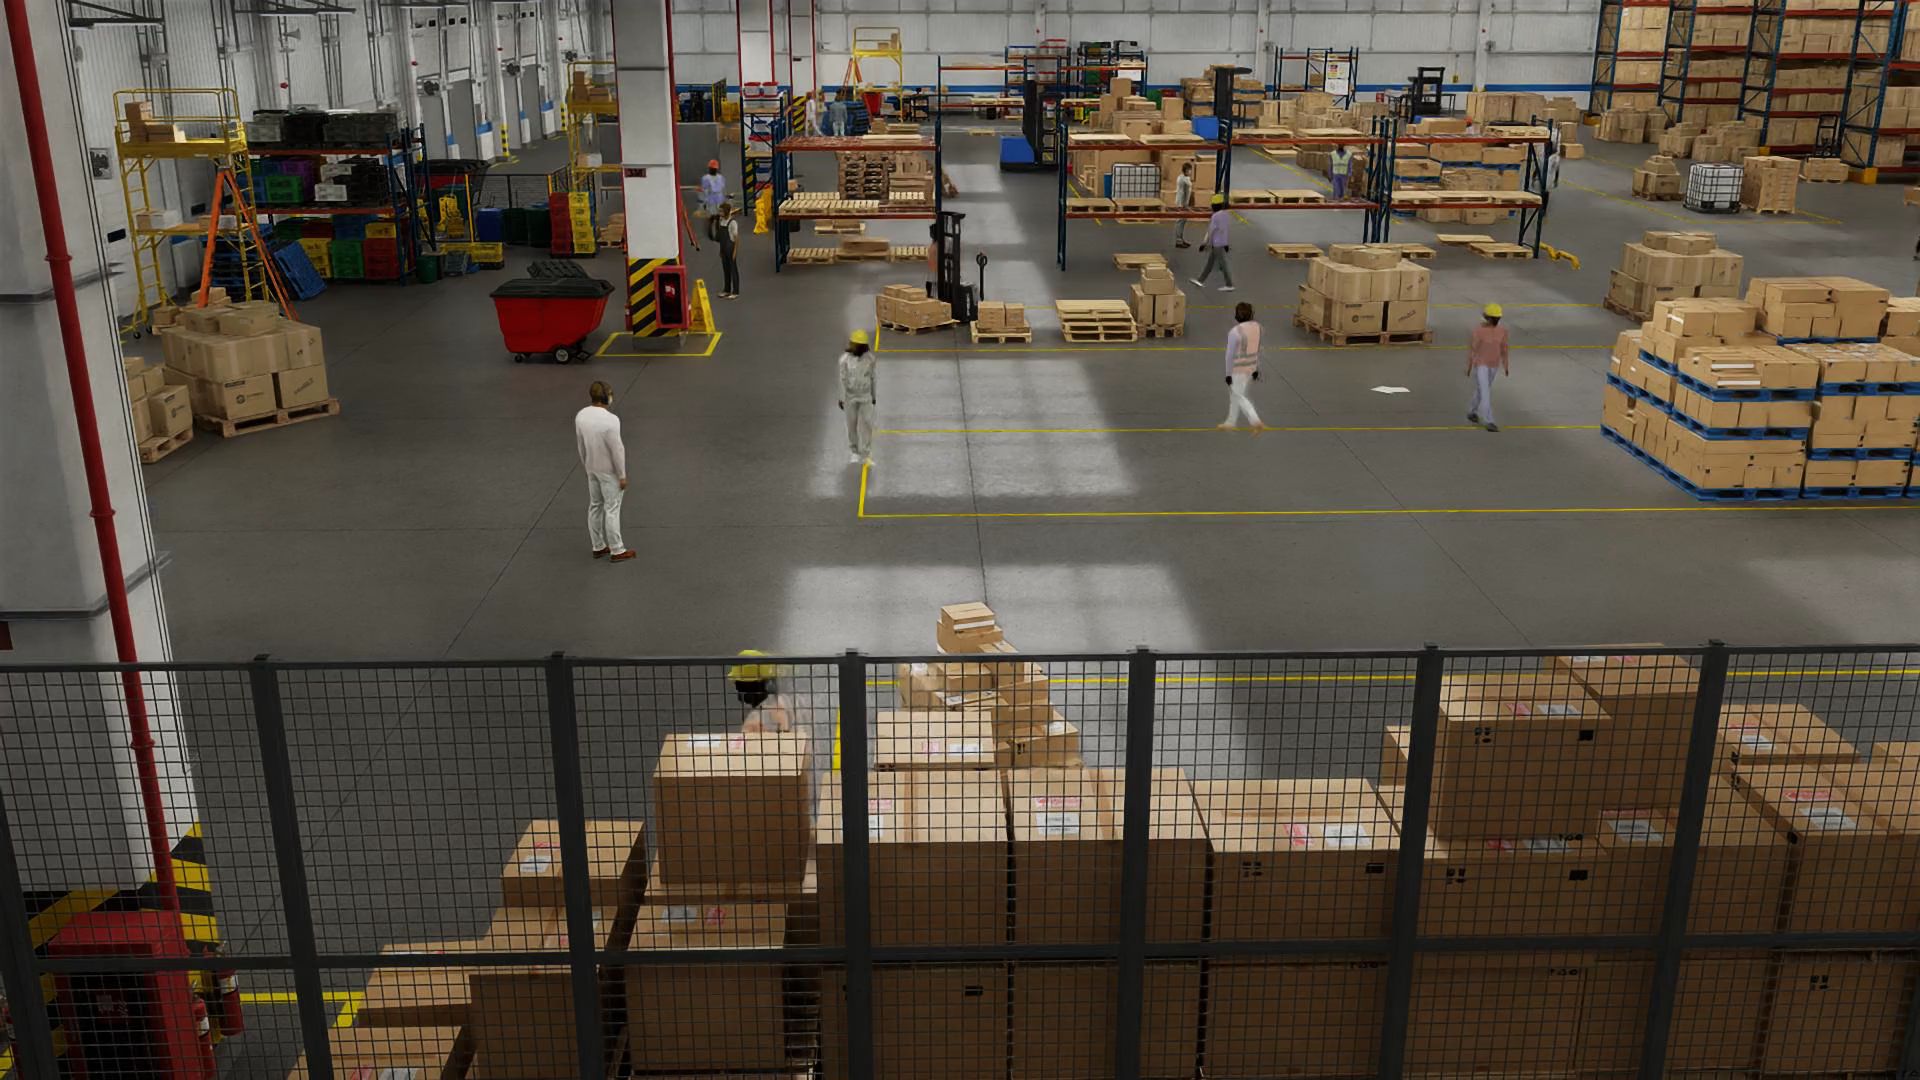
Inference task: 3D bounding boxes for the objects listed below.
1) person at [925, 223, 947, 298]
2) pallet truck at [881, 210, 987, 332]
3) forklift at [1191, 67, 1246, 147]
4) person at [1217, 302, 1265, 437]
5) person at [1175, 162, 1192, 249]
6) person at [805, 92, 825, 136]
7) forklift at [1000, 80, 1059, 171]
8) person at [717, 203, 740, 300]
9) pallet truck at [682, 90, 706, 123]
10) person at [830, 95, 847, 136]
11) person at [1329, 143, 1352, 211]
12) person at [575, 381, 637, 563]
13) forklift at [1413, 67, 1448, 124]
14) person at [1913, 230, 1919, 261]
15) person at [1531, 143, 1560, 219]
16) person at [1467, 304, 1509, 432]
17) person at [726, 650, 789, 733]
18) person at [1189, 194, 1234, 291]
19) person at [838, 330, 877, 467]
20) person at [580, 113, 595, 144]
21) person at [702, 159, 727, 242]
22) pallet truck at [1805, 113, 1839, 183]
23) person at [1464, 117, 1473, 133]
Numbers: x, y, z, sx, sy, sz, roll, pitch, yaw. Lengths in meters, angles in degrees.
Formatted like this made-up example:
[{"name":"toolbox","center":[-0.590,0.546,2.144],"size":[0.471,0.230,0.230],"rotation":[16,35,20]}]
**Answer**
[{"name":"person","center":[-0.377,-5.000,30.589],"size":[0.855,1.660,0.531],"rotation":[-5,19,-13]},{"name":"pallet truck","center":[-0.493,-4.759,29.349],"size":[1.885,1.965,0.823],"rotation":[-13,23,-34]},{"name":"forklift","center":[9.517,-15.894,61.023],"size":[1.873,2.768,1.129],"rotation":[-1,19,-2]},{"name":"person","center":[3.815,-2.279,22.277],"size":[0.632,1.819,0.804],"rotation":[-17,25,-41]},{"name":"person","center":[5.119,-7.663,38.063],"size":[0.373,1.935,0.628],"rotation":[6,20,18]},{"name":"person","center":[-5.603,-16.079,63.168],"size":[0.876,1.855,0.579],"rotation":[10,21,27]},{"name":"forklift","center":[2.236,-13.269,53.236],"size":[1.873,2.768,1.129],"rotation":[-1,19,-1]},{"name":"person","center":[-4.446,-5.543,31.916],"size":[0.348,1.842,0.506],"rotation":[-17,25,-42]},{"name":"pallet truck","center":[-9.671,-15.907,62.421],"size":[0.823,1.965,1.885],"rotation":[5,19,15]},{"name":"person","center":[-4.391,-15.093,60.096],"size":[0.631,1.938,0.362],"rotation":[-4,19,-11]},{"name":"person","center":[10.134,-9.747,44.325],"size":[0.609,1.885,0.802],"rotation":[4,19,11]},{"name":"person","center":[-3.732,-0.721,17.459],"size":[0.627,1.941,0.371],"rotation":[13,23,34]},{"name":"forklift","center":[17.351,-16.088,61.597],"size":[1.129,2.768,1.873],"rotation":[-1,19,-1]},{"name":"person","center":[21.208,-6.935,36.336],"size":[0.897,1.656,0.533],"rotation":[-14,23,-36]},{"name":"person","center":[15.010,-9.249,42.768],"size":[0.618,1.923,0.920],"rotation":[13,22,33]},{"name":"person","center":[7.223,-2.377,22.707],"size":[0.538,1.712,0.899],"rotation":[-5,19,-14]},{"name":"person","center":[-1.202,1.595,10.695],"size":[1.006,1.880,0.595],"rotation":[-1,19,-2]},{"name":"person","center":[5.019,-5.868,32.829],"size":[0.997,1.873,0.588],"rotation":[9,21,25]},{"name":"person","center":[-1.286,-1.785,20.953],"size":[0.518,1.722,0.560],"rotation":[-4,19,-12]},{"name":"person","center":[-13.881,-15.568,61.997],"size":[0.521,1.618,0.613],"rotation":[-2,19,-7]},{"name":"person","center":[-5.704,-7.907,38.818],"size":[0.553,1.920,0.404],"rotation":[-11,21,-28]},{"name":"pallet truck","center":[26.403,-11.957,50.702],"size":[0.823,1.965,1.885],"rotation":[6,19,16]},{"name":"person","center":[15.599,-12.061,51.197],"size":[0.376,1.886,0.665],"rotation":[7,20,19]}]
